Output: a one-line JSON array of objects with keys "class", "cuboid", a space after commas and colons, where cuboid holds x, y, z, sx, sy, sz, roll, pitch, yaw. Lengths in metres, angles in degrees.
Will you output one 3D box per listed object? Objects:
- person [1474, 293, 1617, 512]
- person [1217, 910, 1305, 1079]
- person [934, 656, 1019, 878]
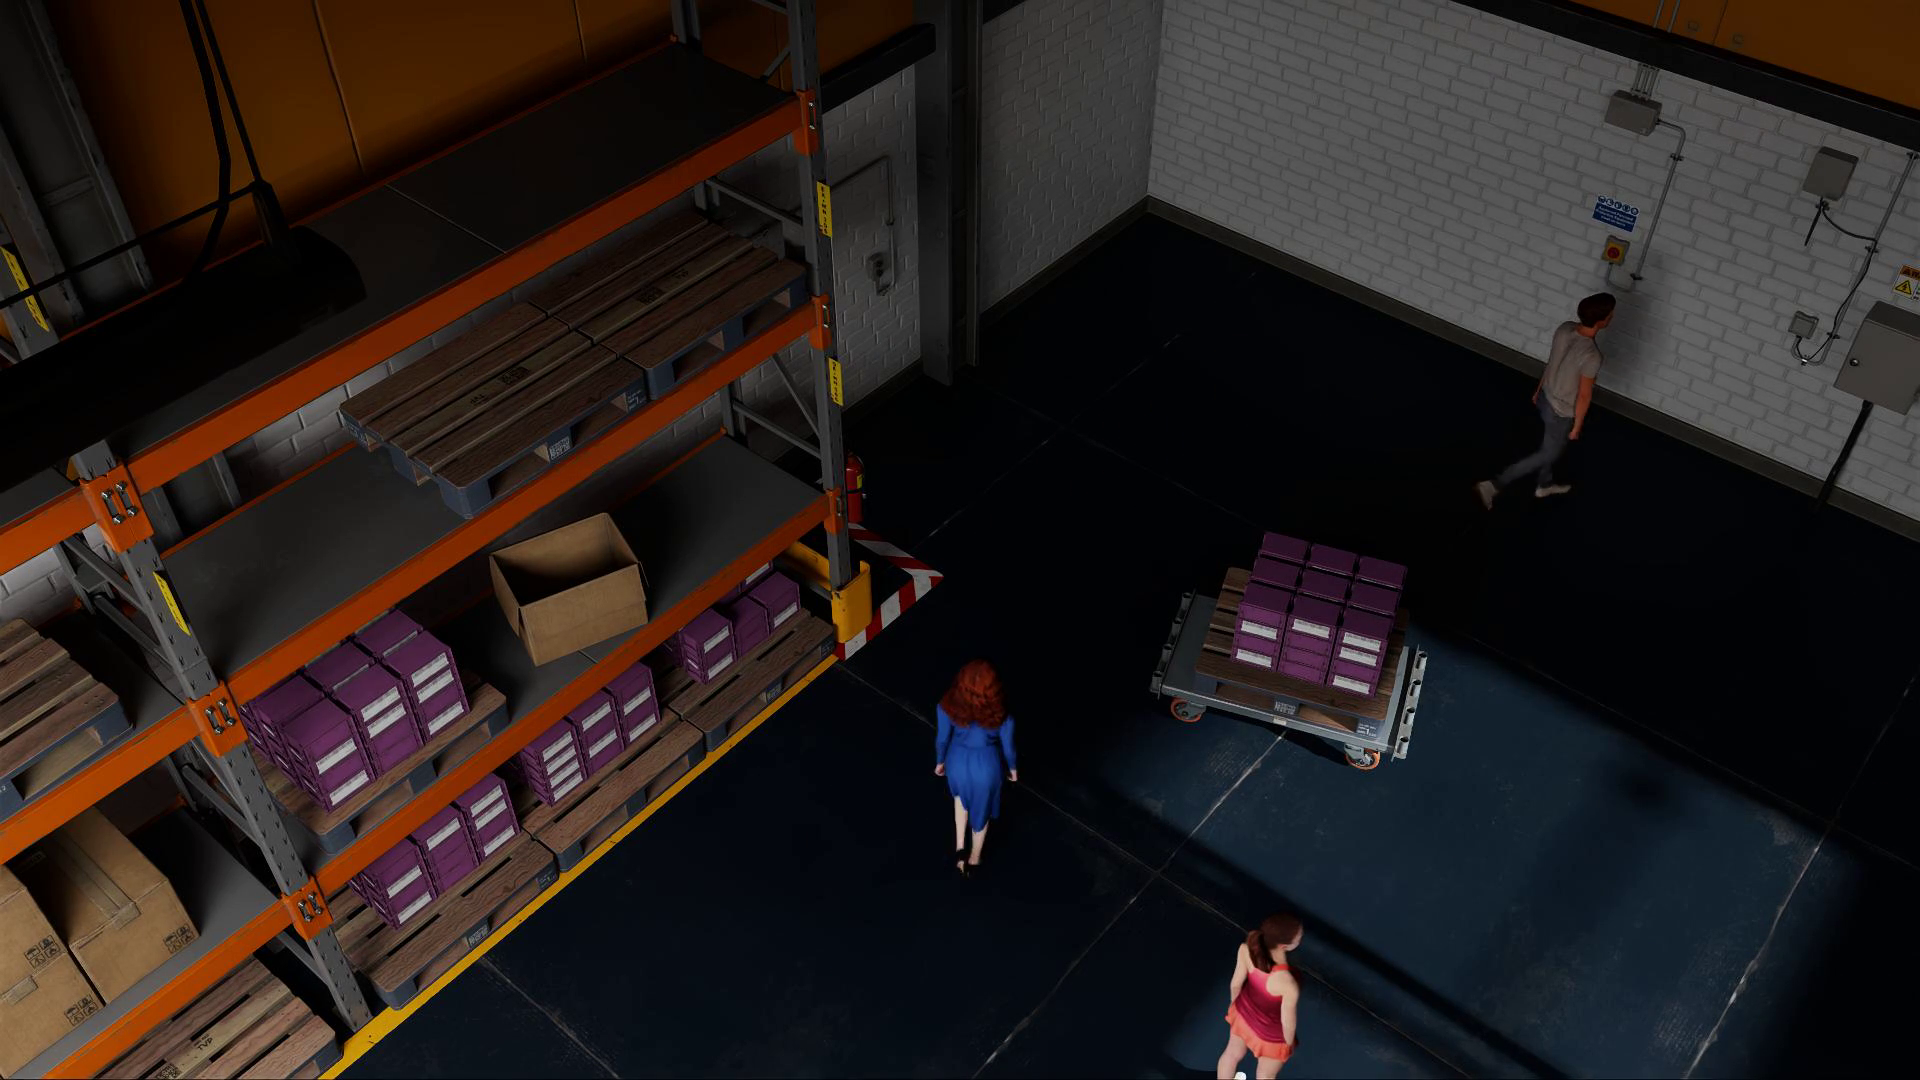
[{"class": "person", "cuboid": [4.176, -0.943, 11.824, 1.216, 1.872, 1.084, -9, 44, -9]}, {"class": "person", "cuboid": [1.515, 2.427, 8.375, 0.589, 1.749, 0.609, -29, 51, -27]}, {"class": "person", "cuboid": [0.053, 1.381, 9.425, 0.744, 1.816, 0.790, 12, 45, 12]}]
